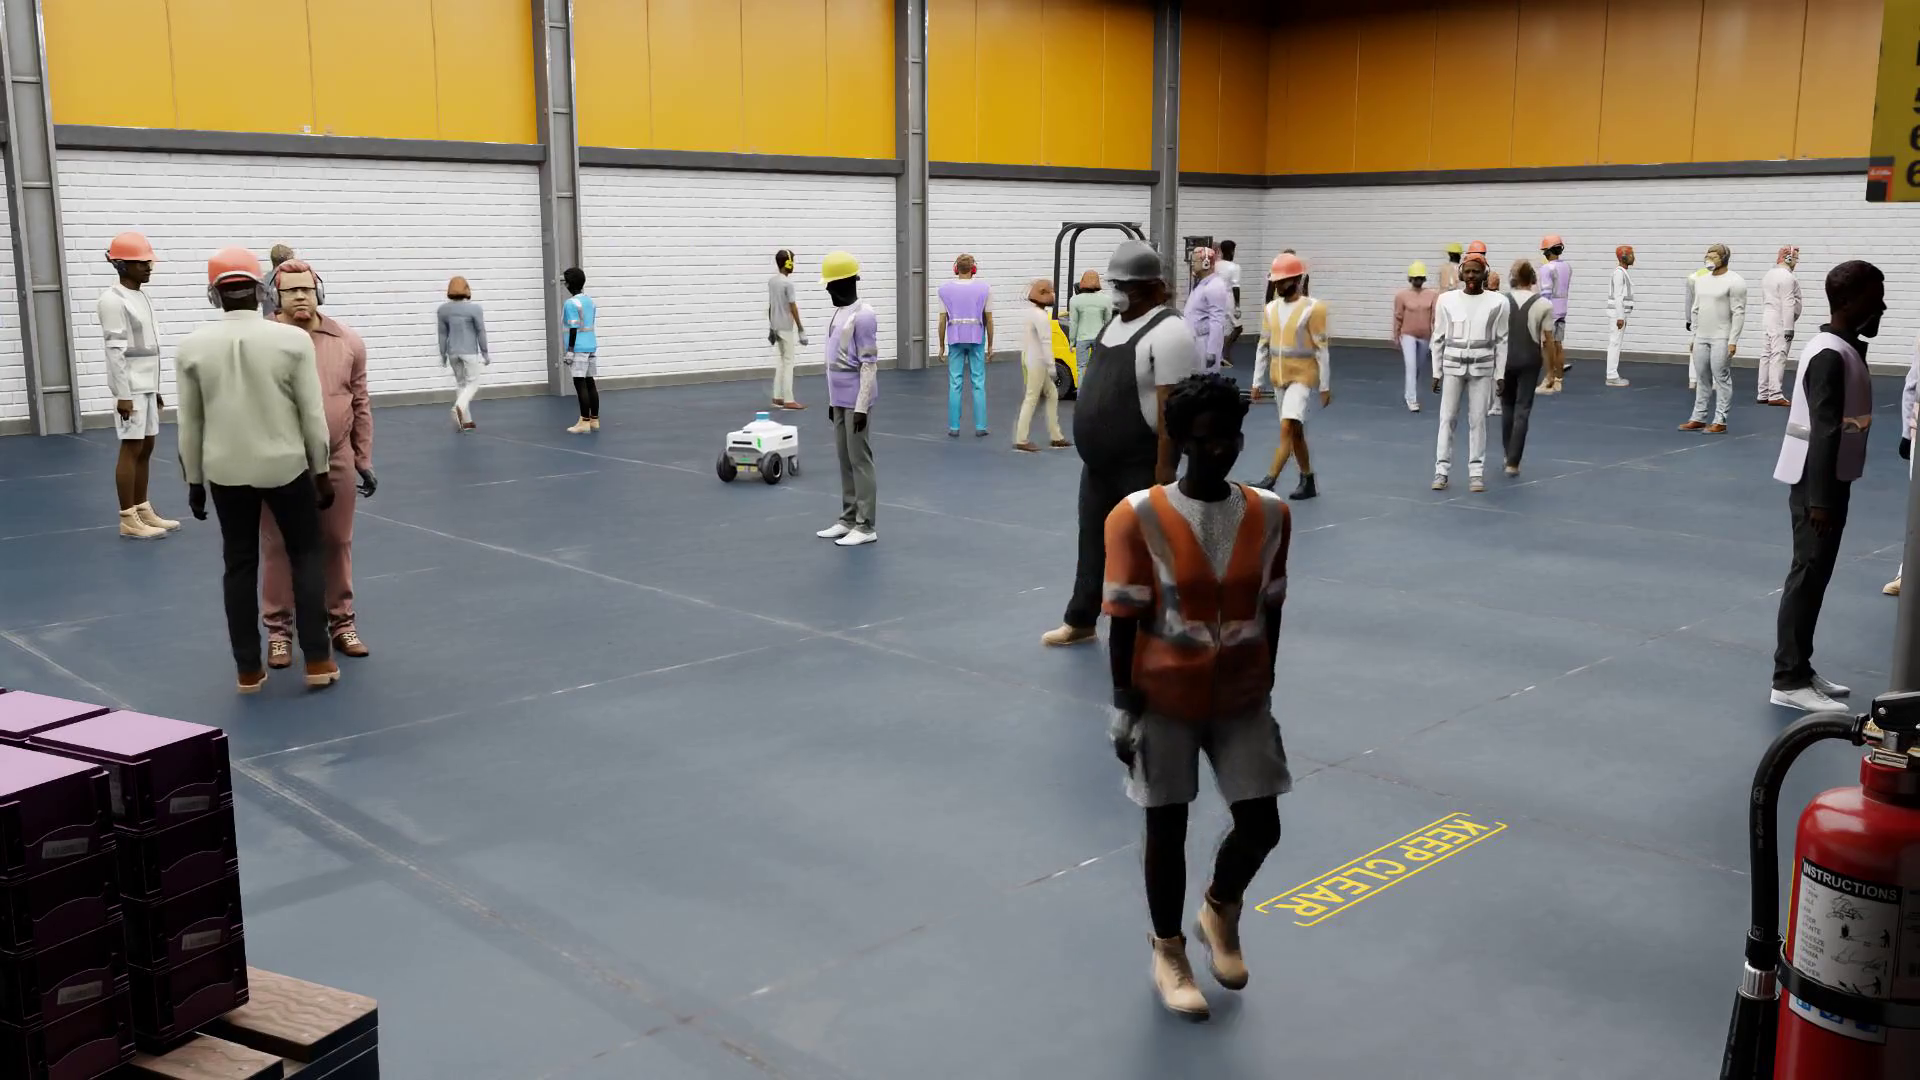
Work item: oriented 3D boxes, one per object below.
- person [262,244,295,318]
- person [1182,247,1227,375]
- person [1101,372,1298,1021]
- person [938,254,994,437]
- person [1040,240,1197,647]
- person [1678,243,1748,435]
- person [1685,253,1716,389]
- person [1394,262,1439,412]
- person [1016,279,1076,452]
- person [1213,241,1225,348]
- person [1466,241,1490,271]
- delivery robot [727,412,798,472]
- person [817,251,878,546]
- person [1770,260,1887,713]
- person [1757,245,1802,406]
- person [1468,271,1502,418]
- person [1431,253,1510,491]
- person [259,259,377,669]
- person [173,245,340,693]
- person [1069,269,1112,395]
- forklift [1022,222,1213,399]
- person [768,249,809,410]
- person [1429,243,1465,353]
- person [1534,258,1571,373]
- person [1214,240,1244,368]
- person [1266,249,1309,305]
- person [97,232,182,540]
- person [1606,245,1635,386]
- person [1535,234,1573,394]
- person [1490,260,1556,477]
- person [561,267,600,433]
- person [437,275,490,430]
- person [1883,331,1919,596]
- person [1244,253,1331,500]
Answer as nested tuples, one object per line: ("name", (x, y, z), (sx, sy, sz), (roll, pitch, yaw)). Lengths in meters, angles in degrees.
("person", (-6.718, -1.962, 16.543), (0.380, 1.935, 0.663), (-9, 14, -40))
("person", (2.335, -1.857, 16.035), (0.400, 1.910, 0.643), (-1, 10, -5))
("person", (0.609, 0.415, 4.260), (0.538, 1.684, 0.369), (-2, 11, -11))
("person", (0.058, -1.946, 16.711), (0.563, 1.838, 0.390), (0, 10, 2))
("person", (0.870, -0.482, 8.172), (0.877, 2.000, 0.693), (-5, 12, -27))
("person", (7.700, -2.044, 16.970), (0.378, 1.940, 0.629), (-4, 11, -19))
("person", (9.885, -2.903, 21.929), (0.624, 1.840, 0.429), (7, 13, 35))
("person", (5.324, -2.391, 19.469), (0.521, 1.717, 0.933), (0, 10, -2))
("person", (0.844, -1.615, 15.513), (0.710, 1.603, 0.534), (-1, 10, -5))
("person", (4.463, -4.321, 29.469), (0.639, 1.910, 0.407), (3, 11, 15))
("person", (7.610, -3.433, 24.544), (0.379, 1.937, 0.548), (6, 12, 28))
("delivery robot", (-1.635, -0.816, 13.793), (0.477, 0.478, 0.707), (4, 11, 21))
("person", (-0.736, -0.922, 10.907), (0.381, 1.917, 0.586), (-5, 11, -23))
("person", (3.701, -0.231, 7.137), (0.374, 1.917, 0.597), (6, 12, 30))
("person", (9.788, -2.548, 19.818), (0.407, 1.904, 0.639), (1, 10, 3))
("person", (5.902, -2.182, 18.574), (0.514, 1.631, 0.321), (-8, 13, -37))
("person", (4.032, -1.323, 13.192), (0.575, 1.883, 0.362), (4, 11, 19))
("person", (-3.089, -0.361, 7.875), (0.638, 1.911, 0.402), (-7, 12, -33))
("person", (-3.121, -0.310, 7.404), (0.629, 1.976, 0.432), (-2, 11, -10))
("person", (1.480, -2.244, 18.883), (0.500, 1.636, 0.280), (-1, 10, -4))
("forklift", (1.935, -2.847, 20.651), (2.313, 2.155, 1.214), (2, 11, 13))
("person", (-1.997, -2.424, 19.275), (0.392, 1.859, 0.534), (-7, 12, -32))
("person", (8.161, -3.990, 27.682), (0.836, 1.900, 0.610), (-2, 11, -9))
("person", (8.690, -3.307, 24.464), (0.555, 1.714, 0.930), (-1, 10, -7))
("person", (4.049, -3.578, 25.274), (0.419, 1.954, 0.632), (-8, 13, -38))
("person", (5.066, -3.606, 25.855), (0.658, 1.837, 0.489), (-1, 10, -5))
("person", (-5.483, -1.027, 11.140), (0.393, 2.041, 0.613), (-1, 10, -6))
("person", (8.930, -3.027, 22.480), (0.355, 1.885, 0.575), (4, 11, 22))
("person", (7.530, -2.876, 21.235), (0.606, 2.039, 0.395), (-9, 14, -40))
("person", (4.797, -1.464, 14.172), (0.546, 1.798, 0.919), (5, 12, 26))
("person", (-3.902, -1.941, 17.064), (0.317, 1.696, 0.540), (2, 11, 11))
("person", (-5.149, -1.917, 17.152), (0.508, 1.613, 0.642), (2, 11, 12))
("person", (5.488, -0.562, 9.164), (0.430, 1.840, 0.621), (-7, 12, -32))
("person", (2.425, -1.196, 12.507), (0.991, 1.876, 0.557), (-8, 13, -39))
